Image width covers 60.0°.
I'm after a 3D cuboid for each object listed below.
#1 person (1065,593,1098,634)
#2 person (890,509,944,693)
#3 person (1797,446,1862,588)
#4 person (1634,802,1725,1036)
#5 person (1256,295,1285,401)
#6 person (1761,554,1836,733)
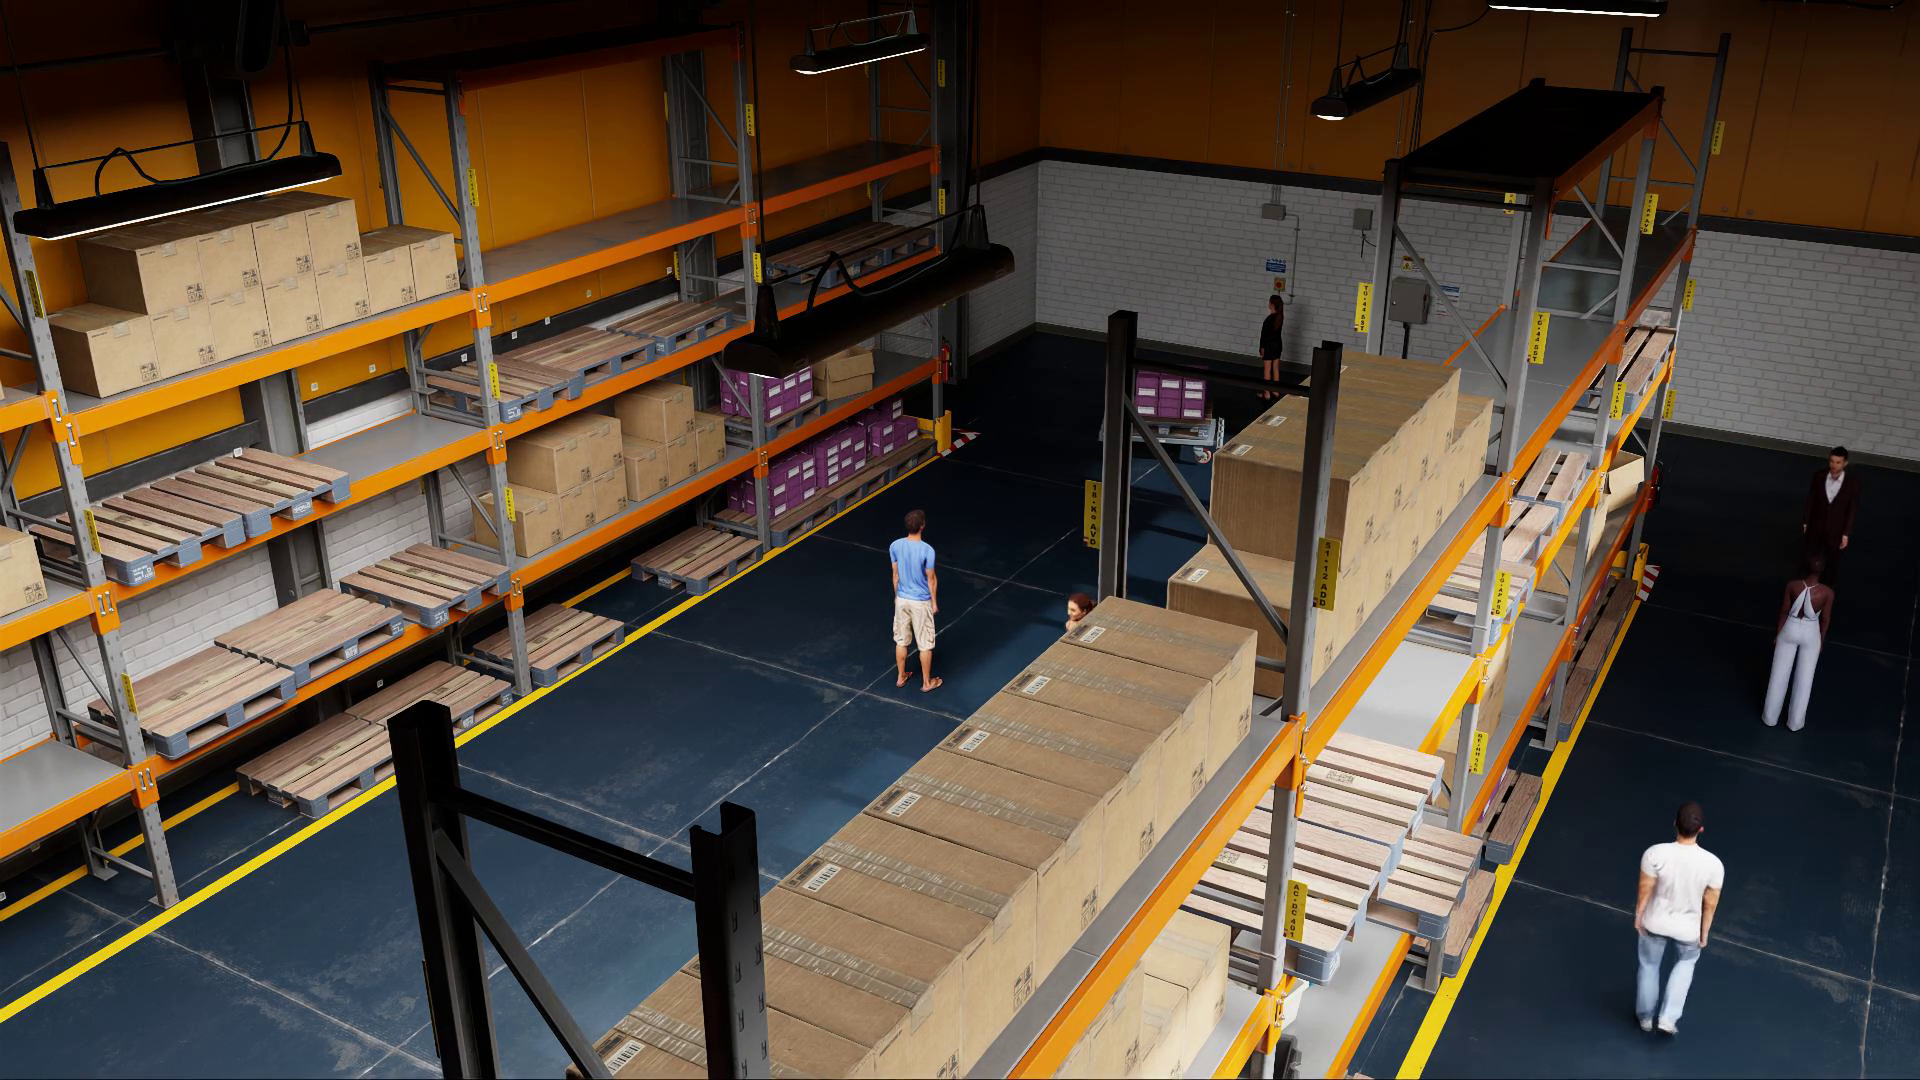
[{"bbox_3d":[1.157,1.269,14.807,1.152,1.753,0.830,-20,31,-38],"label":"person"},{"bbox_3d":[-0.447,0.583,16.240,0.662,1.862,0.564,11,26,23],"label":"person"},{"bbox_3d":[9.370,-0.123,17.912,0.739,1.817,1.195,16,28,33],"label":"person"},{"bbox_3d":[4.915,2.672,11.469,0.728,1.856,0.778,10,25,21],"label":"person"},{"bbox_3d":[4.610,-2.857,24.492,0.590,1.556,0.668,-15,28,-31],"label":"person"},{"bbox_3d":[7.816,0.949,15.500,0.576,1.783,0.473,12,26,26],"label":"person"}]
